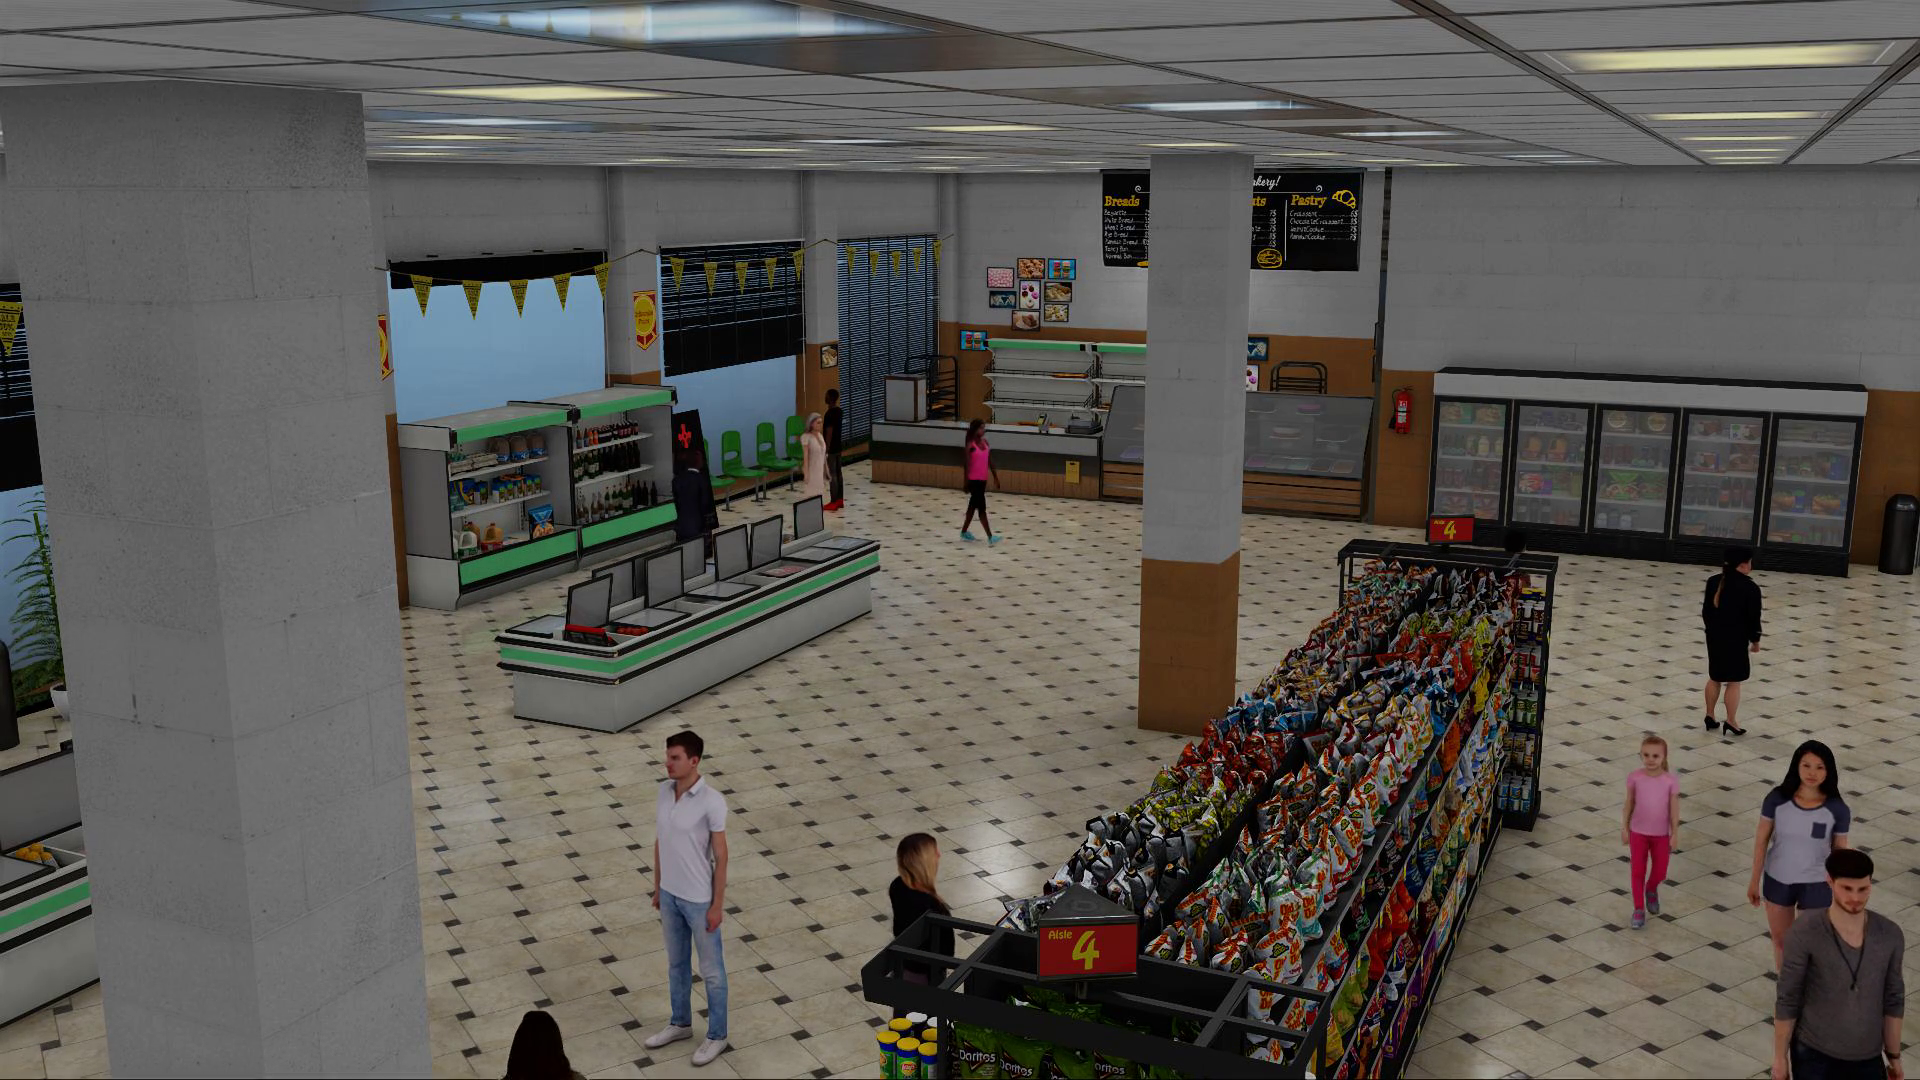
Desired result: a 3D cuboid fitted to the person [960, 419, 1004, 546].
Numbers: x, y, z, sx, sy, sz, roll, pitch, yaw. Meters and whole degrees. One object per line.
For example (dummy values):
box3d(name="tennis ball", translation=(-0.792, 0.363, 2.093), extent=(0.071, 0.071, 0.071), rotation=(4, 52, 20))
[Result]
box3d(name="person", translation=(0.169, -0.769, 22.339), extent=(0.892, 1.671, 1.101), rotation=(11, 16, 43))

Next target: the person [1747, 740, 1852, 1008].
box3d(name="person", translation=(4.789, 1.935, 9.490), extent=(0.724, 1.675, 1.030), rotation=(9, 15, 35))

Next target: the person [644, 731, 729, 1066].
box3d(name="person", translation=(-1.472, 1.928, 9.099), extent=(0.691, 1.851, 0.609), rotation=(9, 15, 35))

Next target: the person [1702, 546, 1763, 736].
box3d(name="person", translation=(6.718, 0.876, 14.534), extent=(0.832, 1.669, 0.805), rotation=(-7, 14, -28))

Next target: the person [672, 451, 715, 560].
box3d(name="person", translation=(-3.065, -0.075, 18.775), extent=(0.765, 1.782, 1.161), rotation=(7, 14, 29))

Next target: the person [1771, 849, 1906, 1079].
box3d(name="person", translation=(3.900, 2.254, 7.445), extent=(0.852, 1.894, 0.946), rotation=(2, 12, 7))

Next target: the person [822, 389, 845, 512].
box3d(name="person", translation=(-1.890, -1.353, 24.789), extent=(0.713, 1.806, 0.494), rotation=(4, 13, 19))

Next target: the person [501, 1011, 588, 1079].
box3d(name="person", translation=(-1.690, 2.639, 6.709), extent=(0.954, 1.443, 1.056), rotation=(-3, 12, -14))

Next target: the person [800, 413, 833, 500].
box3d(name="person", translation=(-2.024, -0.872, 22.679), extent=(0.662, 1.733, 0.465), rotation=(6, 13, 27))

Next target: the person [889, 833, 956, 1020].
box3d(name="person", translation=(-0.217, 2.226, 8.121), extent=(0.705, 1.669, 0.676), rotation=(-7, 14, -29))

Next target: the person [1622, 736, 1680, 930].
box3d(name="person", translation=(4.478, 1.871, 10.797), extent=(0.498, 1.262, 0.616), rotation=(5, 13, 22))
